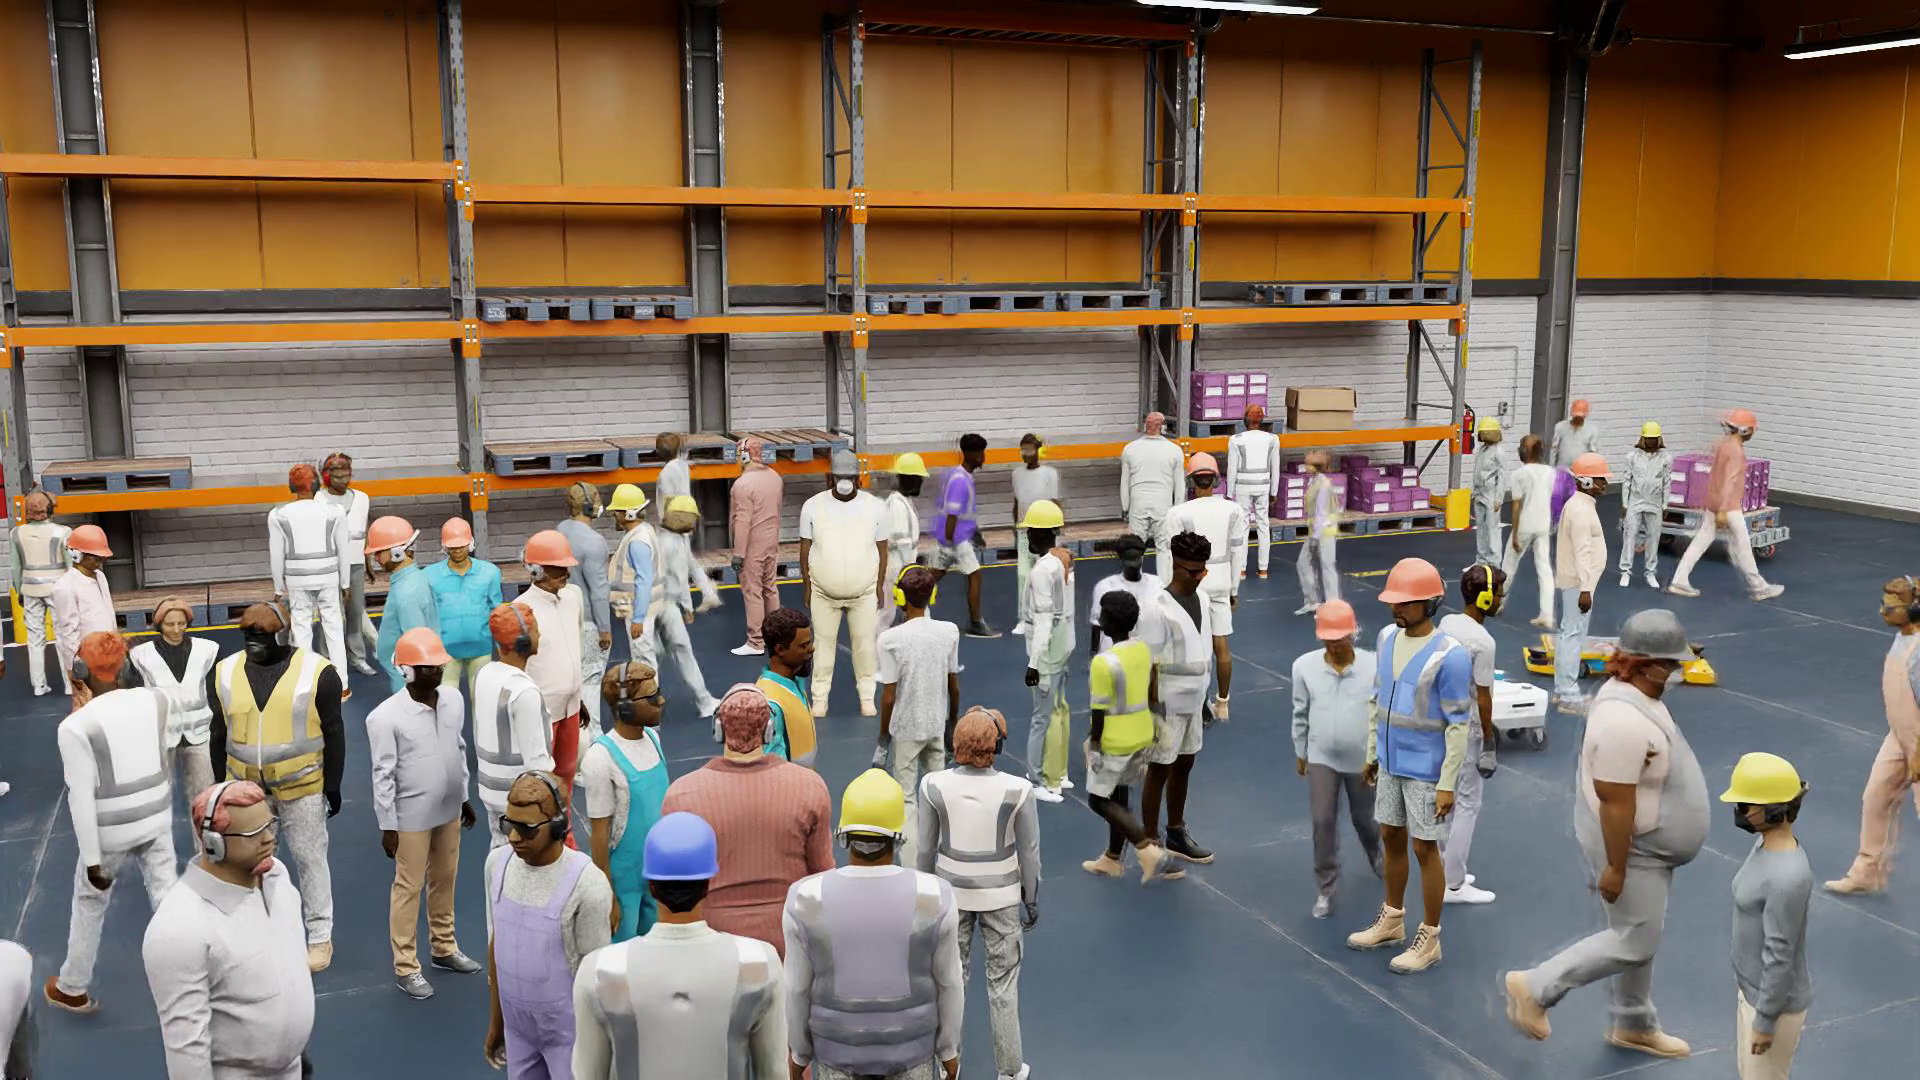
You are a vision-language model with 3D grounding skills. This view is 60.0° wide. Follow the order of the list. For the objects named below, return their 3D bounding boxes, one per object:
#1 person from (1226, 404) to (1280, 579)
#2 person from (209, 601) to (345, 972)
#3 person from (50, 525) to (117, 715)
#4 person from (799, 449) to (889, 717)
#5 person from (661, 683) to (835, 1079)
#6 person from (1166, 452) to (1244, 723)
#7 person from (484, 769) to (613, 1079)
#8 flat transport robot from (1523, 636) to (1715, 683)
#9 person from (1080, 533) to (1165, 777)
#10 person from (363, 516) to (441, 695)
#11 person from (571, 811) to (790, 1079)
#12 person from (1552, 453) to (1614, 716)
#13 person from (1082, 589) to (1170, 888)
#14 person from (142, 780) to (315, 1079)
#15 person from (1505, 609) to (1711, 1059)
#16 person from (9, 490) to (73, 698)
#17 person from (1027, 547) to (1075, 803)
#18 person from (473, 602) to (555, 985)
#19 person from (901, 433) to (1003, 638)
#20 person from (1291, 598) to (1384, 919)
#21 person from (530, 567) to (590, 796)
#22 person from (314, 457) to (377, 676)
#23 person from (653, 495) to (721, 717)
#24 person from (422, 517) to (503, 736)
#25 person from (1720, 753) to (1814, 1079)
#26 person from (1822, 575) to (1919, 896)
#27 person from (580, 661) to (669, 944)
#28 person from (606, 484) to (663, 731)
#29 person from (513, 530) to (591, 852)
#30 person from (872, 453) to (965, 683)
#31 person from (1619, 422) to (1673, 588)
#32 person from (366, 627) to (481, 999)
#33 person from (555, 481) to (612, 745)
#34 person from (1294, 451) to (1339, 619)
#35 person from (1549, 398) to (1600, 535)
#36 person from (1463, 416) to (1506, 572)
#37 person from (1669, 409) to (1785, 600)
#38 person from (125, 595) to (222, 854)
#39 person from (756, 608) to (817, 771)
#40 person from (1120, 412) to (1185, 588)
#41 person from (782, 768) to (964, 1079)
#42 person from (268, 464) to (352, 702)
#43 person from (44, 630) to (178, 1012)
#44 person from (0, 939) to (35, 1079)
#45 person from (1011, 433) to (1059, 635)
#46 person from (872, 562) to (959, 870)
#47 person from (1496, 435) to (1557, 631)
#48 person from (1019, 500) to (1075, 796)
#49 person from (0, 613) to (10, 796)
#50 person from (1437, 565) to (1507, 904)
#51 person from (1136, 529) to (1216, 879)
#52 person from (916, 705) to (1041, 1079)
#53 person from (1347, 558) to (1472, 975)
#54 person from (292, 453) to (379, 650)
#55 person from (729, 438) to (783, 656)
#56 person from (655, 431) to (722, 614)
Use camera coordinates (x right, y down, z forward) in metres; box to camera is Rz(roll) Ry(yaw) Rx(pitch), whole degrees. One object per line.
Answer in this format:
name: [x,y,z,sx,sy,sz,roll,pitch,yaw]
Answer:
person: [3.132,-0.517,17.839,0.584,1.884,0.347,-2,10,-9]
person: [-3.319,1.198,8.087,0.634,1.841,0.429,0,10,-3]
person: [-5.661,0.763,10.873,0.334,1.742,0.559,-1,10,-5]
person: [-0.867,0.328,12.522,0.682,2.000,0.538,-1,10,-4]
person: [-0.799,1.477,6.292,0.654,1.906,0.406,-2,10,-14]
person: [1.789,0.365,12.336,0.607,2.033,0.403,-3,10,-15]
person: [-1.371,1.642,5.552,0.502,1.840,0.349,6,11,29]
flat transport robot: [5.473,0.978,13.875,1.431,0.197,0.652,3,10,15]
person: [1.128,0.774,10.988,0.513,1.681,0.442,-8,13,-40]
person: [-3.242,0.835,9.755,0.404,1.984,0.623,-3,10,-15]
person: [-0.792,1.729,4.765,0.622,1.933,0.420,-3,10,-14]
person: [4.730,0.326,12.667,0.375,1.995,0.609,2,10,14]
person: [0.917,1.101,9.102,0.577,1.677,0.538,8,13,40]
person: [-2.206,1.669,5.182,0.400,1.910,0.643,1,10,6]
person: [2.833,1.257,7.168,0.722,2.000,0.684,4,11,23]
person: [-7.183,0.429,13.093,0.514,1.640,0.315,0,10,-1]
person: [0.594,0.848,10.696,0.277,1.633,0.502,3,10,19]
person: [-2.078,1.221,7.825,0.337,1.882,0.584,-8,13,-38]
person: [-0.112,-0.041,15.119,0.938,1.902,0.641,0,10,-2]
person: [2.069,1.118,8.909,0.579,1.717,0.713,4,11,24]
person: [-2.599,0.843,10.728,0.285,1.631,0.502,4,11,22]
person: [-5.078,0.233,13.633,0.377,1.842,0.570,8,13,38]
person: [-2.115,0.517,12.446,0.855,1.678,0.550,0,10,-2]
person: [-3.333,0.708,11.158,0.573,1.749,0.343,-4,11,-23]
person: [2.845,1.616,5.932,0.344,1.756,0.532,3,10,19]
person: [5.188,1.081,8.864,0.850,1.814,0.513,1,10,8]
person: [-1.346,1.405,6.877,0.344,1.847,0.505,3,10,17]
person: [-2.373,0.495,12.170,0.404,1.827,0.600,-2,10,-11]
person: [-2.258,0.927,9.205,0.389,1.991,0.622,4,11,21]
person: [-0.377,0.243,13.450,0.919,1.883,0.611,1,10,7]
person: [7.171,-0.369,17.394,0.486,1.744,0.295,2,10,13]
person: [-2.524,1.270,7.905,0.329,1.754,0.575,5,11,27]
person: [-2.594,0.556,11.501,0.353,1.939,0.635,-8,13,-39]
person: [3.393,-0.045,15.843,0.522,1.615,0.547,0,10,0]
person: [7.511,-0.886,20.406,0.579,1.724,0.429,6,12,31]
person: [5.687,-0.470,17.980,0.320,1.742,0.492,-3,10,-15]
person: [7.750,-0.355,16.769,1.099,1.929,0.636,1,10,6]
person: [-4.308,1.110,9.180,0.514,1.638,0.314,-7,12,-36]
person: [-0.806,1.247,7.579,0.391,1.920,0.593,0,10,-2]
person: [1.945,-0.343,16.819,0.649,1.901,0.397,2,10,13]
person: [-0.283,1.651,5.502,0.592,1.833,0.404,0,10,-2]
person: [-5.011,0.348,12.864,0.575,1.882,0.360,-4,11,-23]
person: [-3.790,1.305,7.539,0.982,1.836,0.558,6,11,30]
person: [-2.814,1.785,4.660,0.884,1.863,0.623,4,11,20]
person: [0.712,-0.073,15.369,0.523,1.858,0.657,6,11,29]
person: [-0.231,1.048,8.873,0.534,1.868,0.309,-6,12,-33]
person: [5.327,-0.097,15.673,0.515,1.791,0.967,-3,10,-15]
person: [0.549,0.699,10.714,0.367,1.927,0.590,3,10,17]
person: [-6.384,0.738,10.514,0.597,1.916,0.370,-4,11,-22]
person: [2.729,1.041,8.959,0.336,1.855,0.532,-2,10,-12]
person: [1.241,0.910,9.403,0.381,1.958,0.603,8,13,40]
person: [0.076,1.500,6.925,0.524,1.639,0.308,2,10,11]
person: [2.183,1.091,8.125,0.379,2.040,0.615,-5,11,-26]
person: [-5.267,0.166,14.148,1.016,1.806,0.523,-4,11,-20]
person: [-1.803,0.055,14.494,0.403,1.903,0.651,5,11,25]
person: [-2.747,-0.157,16.024,0.918,1.800,0.510,4,10,20]
